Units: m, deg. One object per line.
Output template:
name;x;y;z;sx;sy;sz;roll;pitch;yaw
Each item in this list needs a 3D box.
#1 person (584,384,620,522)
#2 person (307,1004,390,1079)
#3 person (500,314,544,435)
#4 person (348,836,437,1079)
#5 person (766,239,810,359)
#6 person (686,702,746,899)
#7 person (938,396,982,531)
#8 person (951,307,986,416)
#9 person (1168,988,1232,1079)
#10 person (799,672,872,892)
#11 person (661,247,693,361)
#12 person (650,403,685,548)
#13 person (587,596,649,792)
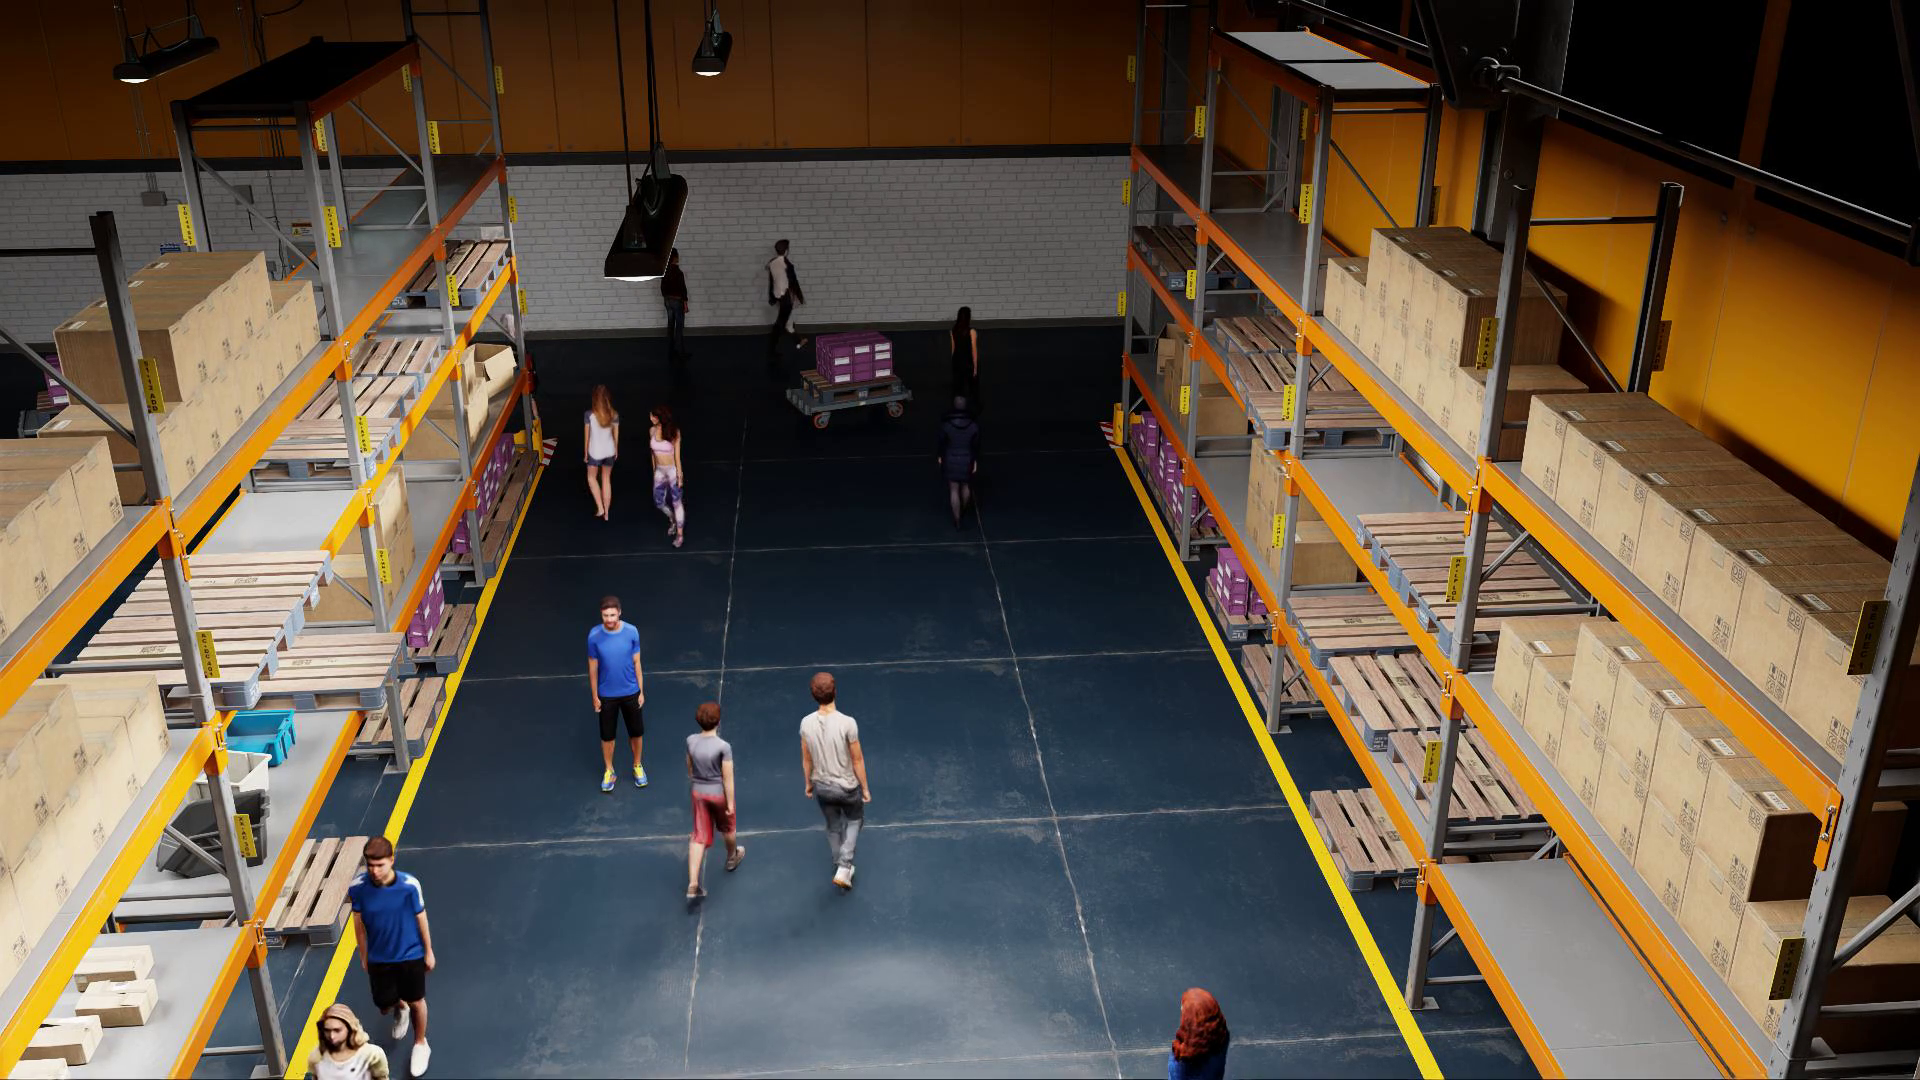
person;-4.323;-1.018;20.219;0.725;1.699;0.715;-13;27;-27
person;-3.603;3.445;10.006;0.662;1.701;1.055;-1;24;-2
person;-6.091;-2.258;23.053;0.963;1.700;1.181;6;24;14
person;-3.827;2.761;11.383;0.690;1.851;0.864;-4;24;-9
person;-2.861;-3.768;26.334;1.215;1.839;1.249;-19;30;-37
person;-2.018;2.086;13.204;0.857;1.629;1.190;6;24;13
person;-0.029;-0.913;20.047;0.693;1.644;0.949;-3;24;-7
person;0.015;-2.436;23.511;0.925;1.660;1.075;11;26;24
person;1.460;3.475;9.831;0.902;1.787;1.221;-11;26;-23
person;-1.014;1.994;13.128;0.859;1.859;0.912;7;25;16
person;-4.533;-3.759;26.390;0.710;1.779;0.744;16;28;32
person;-3.408;-0.799;19.649;0.735;1.754;0.793;6;24;13
person;-3.007;1.324;14.651;0.636;1.866;0.588;-5;24;-12
